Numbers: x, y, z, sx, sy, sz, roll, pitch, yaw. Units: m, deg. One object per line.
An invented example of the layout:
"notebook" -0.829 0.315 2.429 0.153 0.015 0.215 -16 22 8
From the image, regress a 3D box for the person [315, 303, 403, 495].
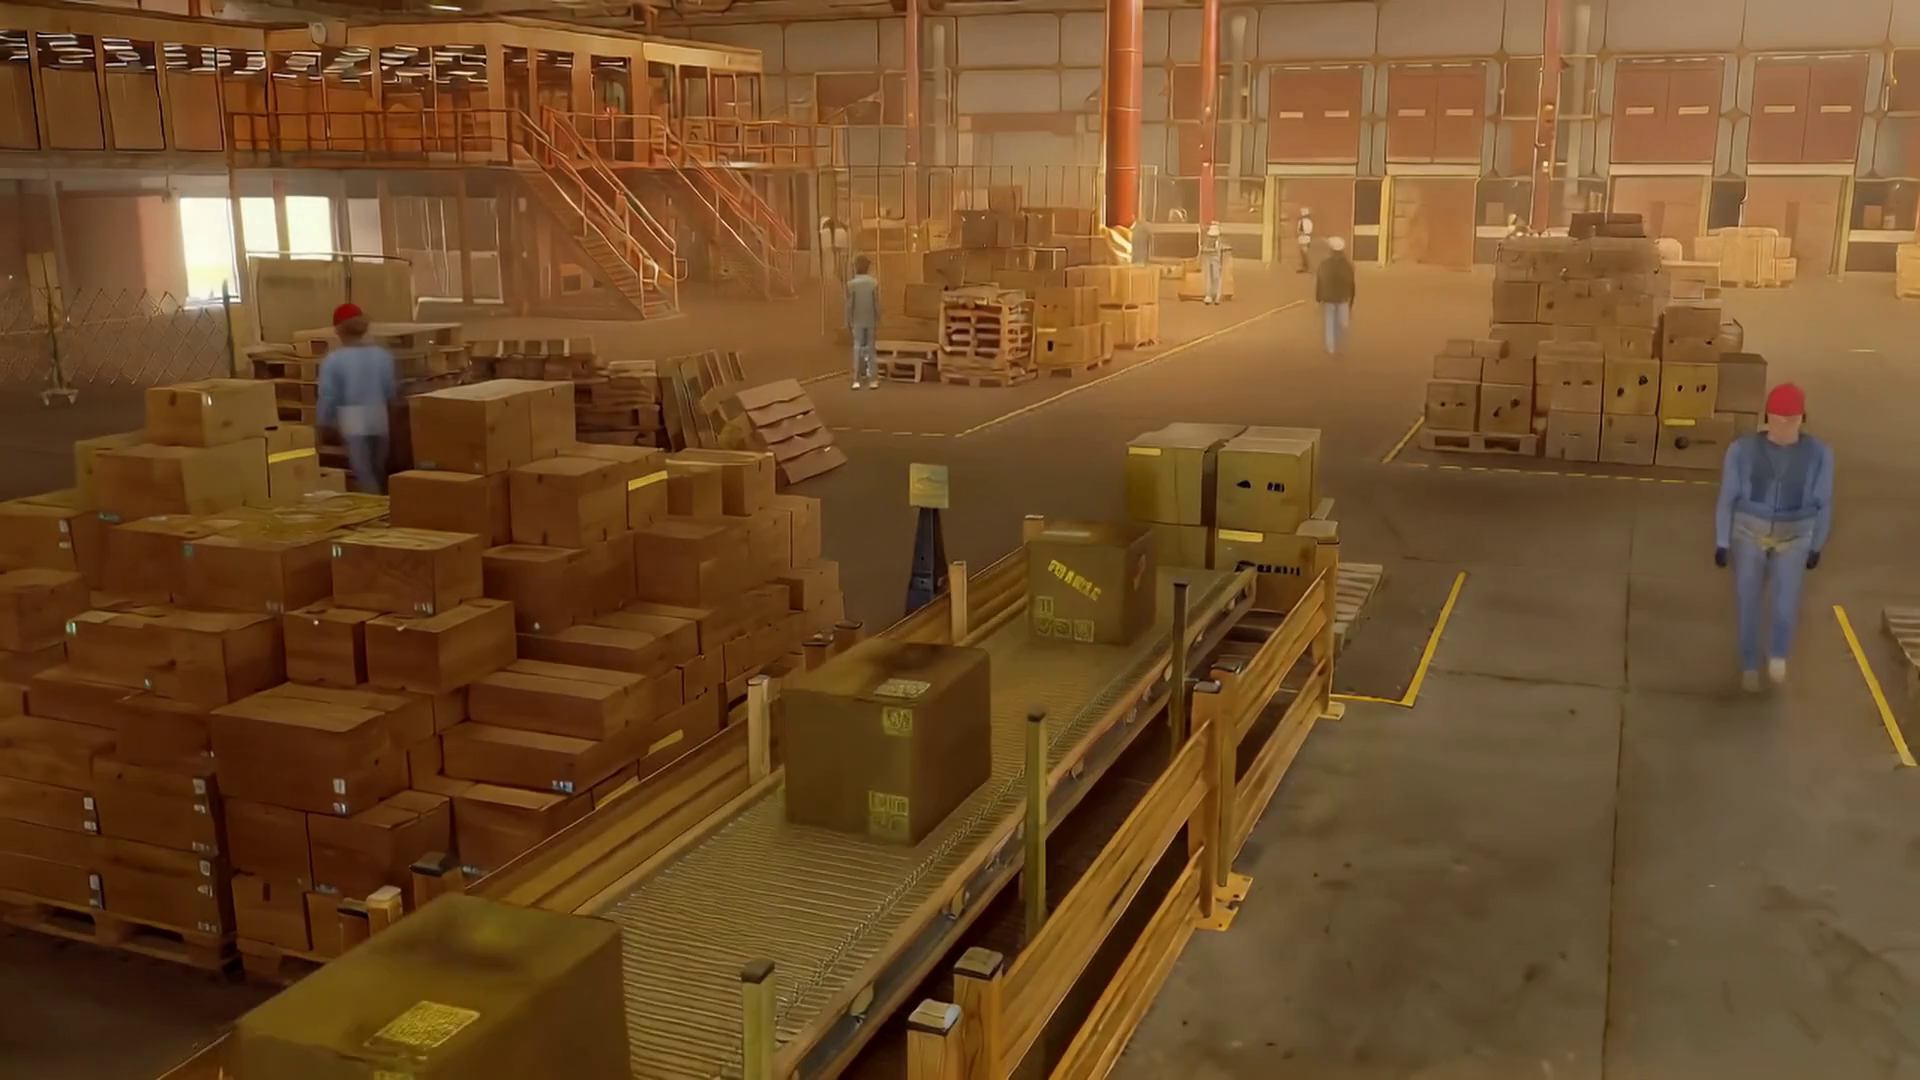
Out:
"person" -4.704 -0.872 13.166 1.090 1.986 0.628 9 16 36

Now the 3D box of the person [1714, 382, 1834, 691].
"person" 4.688 -0.010 9.628 0.604 1.815 0.431 6 14 25

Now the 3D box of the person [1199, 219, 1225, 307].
"person" 5.597 -6.149 36.926 0.382 1.924 0.594 -11 17 -41

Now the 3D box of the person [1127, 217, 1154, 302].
"person" 4.156 -6.459 38.289 0.635 1.936 0.351 4 13 16

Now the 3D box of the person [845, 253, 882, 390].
"person" -1.334 -3.015 22.984 0.524 1.876 0.325 -2 13 -9

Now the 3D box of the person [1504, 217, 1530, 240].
"person" 12.550 -6.292 37.520 0.604 1.947 0.394 0 13 1

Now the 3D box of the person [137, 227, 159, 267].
"person" -22.527 -8.178 46.205 0.635 1.859 1.044 -4 13 -18

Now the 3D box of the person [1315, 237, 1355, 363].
"person" 5.881 -3.759 26.084 0.644 1.973 0.447 -1 13 -3

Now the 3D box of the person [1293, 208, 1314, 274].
"person" 10.034 -8.685 48.379 0.557 1.899 0.971 -5 14 -23

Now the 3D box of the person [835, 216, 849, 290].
"person" -2.939 -7.262 42.106 0.429 1.847 0.627 -3 13 -13
